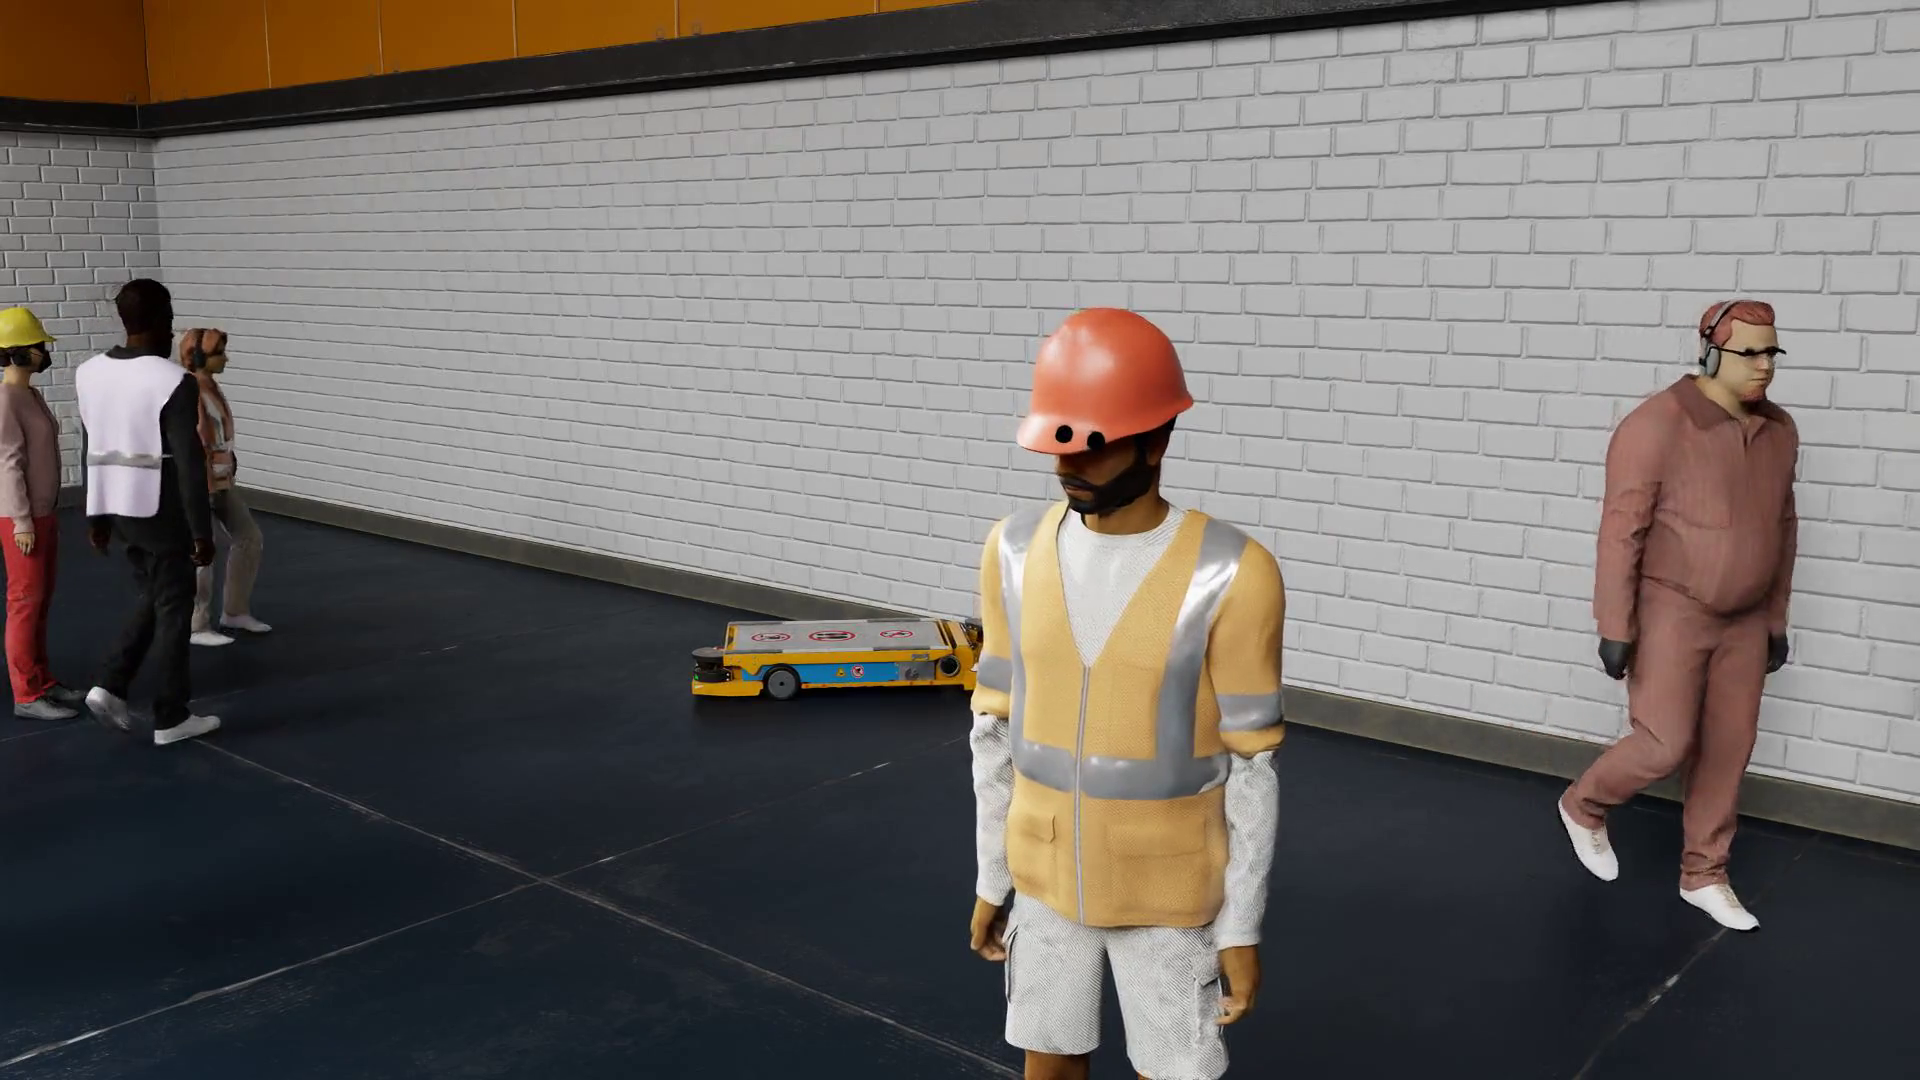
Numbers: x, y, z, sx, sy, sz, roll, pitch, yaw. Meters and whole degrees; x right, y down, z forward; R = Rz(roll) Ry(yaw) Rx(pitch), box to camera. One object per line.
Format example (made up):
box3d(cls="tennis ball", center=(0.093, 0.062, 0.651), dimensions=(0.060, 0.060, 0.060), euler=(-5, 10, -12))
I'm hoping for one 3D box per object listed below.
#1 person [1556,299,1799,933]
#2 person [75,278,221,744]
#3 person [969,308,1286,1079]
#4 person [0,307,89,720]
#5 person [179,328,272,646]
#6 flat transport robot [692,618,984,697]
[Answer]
box3d(cls="person", center=(2.172, 0.213, 5.019), dimensions=(0.685, 1.883, 0.558), euler=(-4, 11, -20))
box3d(cls="person", center=(-3.280, -0.099, 6.736), dimensions=(0.622, 1.899, 0.462), euler=(4, 11, 22))
box3d(cls="person", center=(0.252, 0.582, 2.792), dimensions=(0.546, 1.928, 0.385), euler=(5, 11, 28))
box3d(cls="person", center=(-4.000, -0.111, 7.183), dimensions=(0.298, 1.772, 0.533), euler=(-3, 10, -17))
box3d(cls="person", center=(-3.750, -0.261, 8.452), dimensions=(0.540, 1.619, 0.551), euler=(-2, 10, -12))
box3d(cls="flat transport robot", center=(-0.514, 0.536, 7.765), dimensions=(1.431, 0.197, 0.652), euler=(-1, 10, -6))
